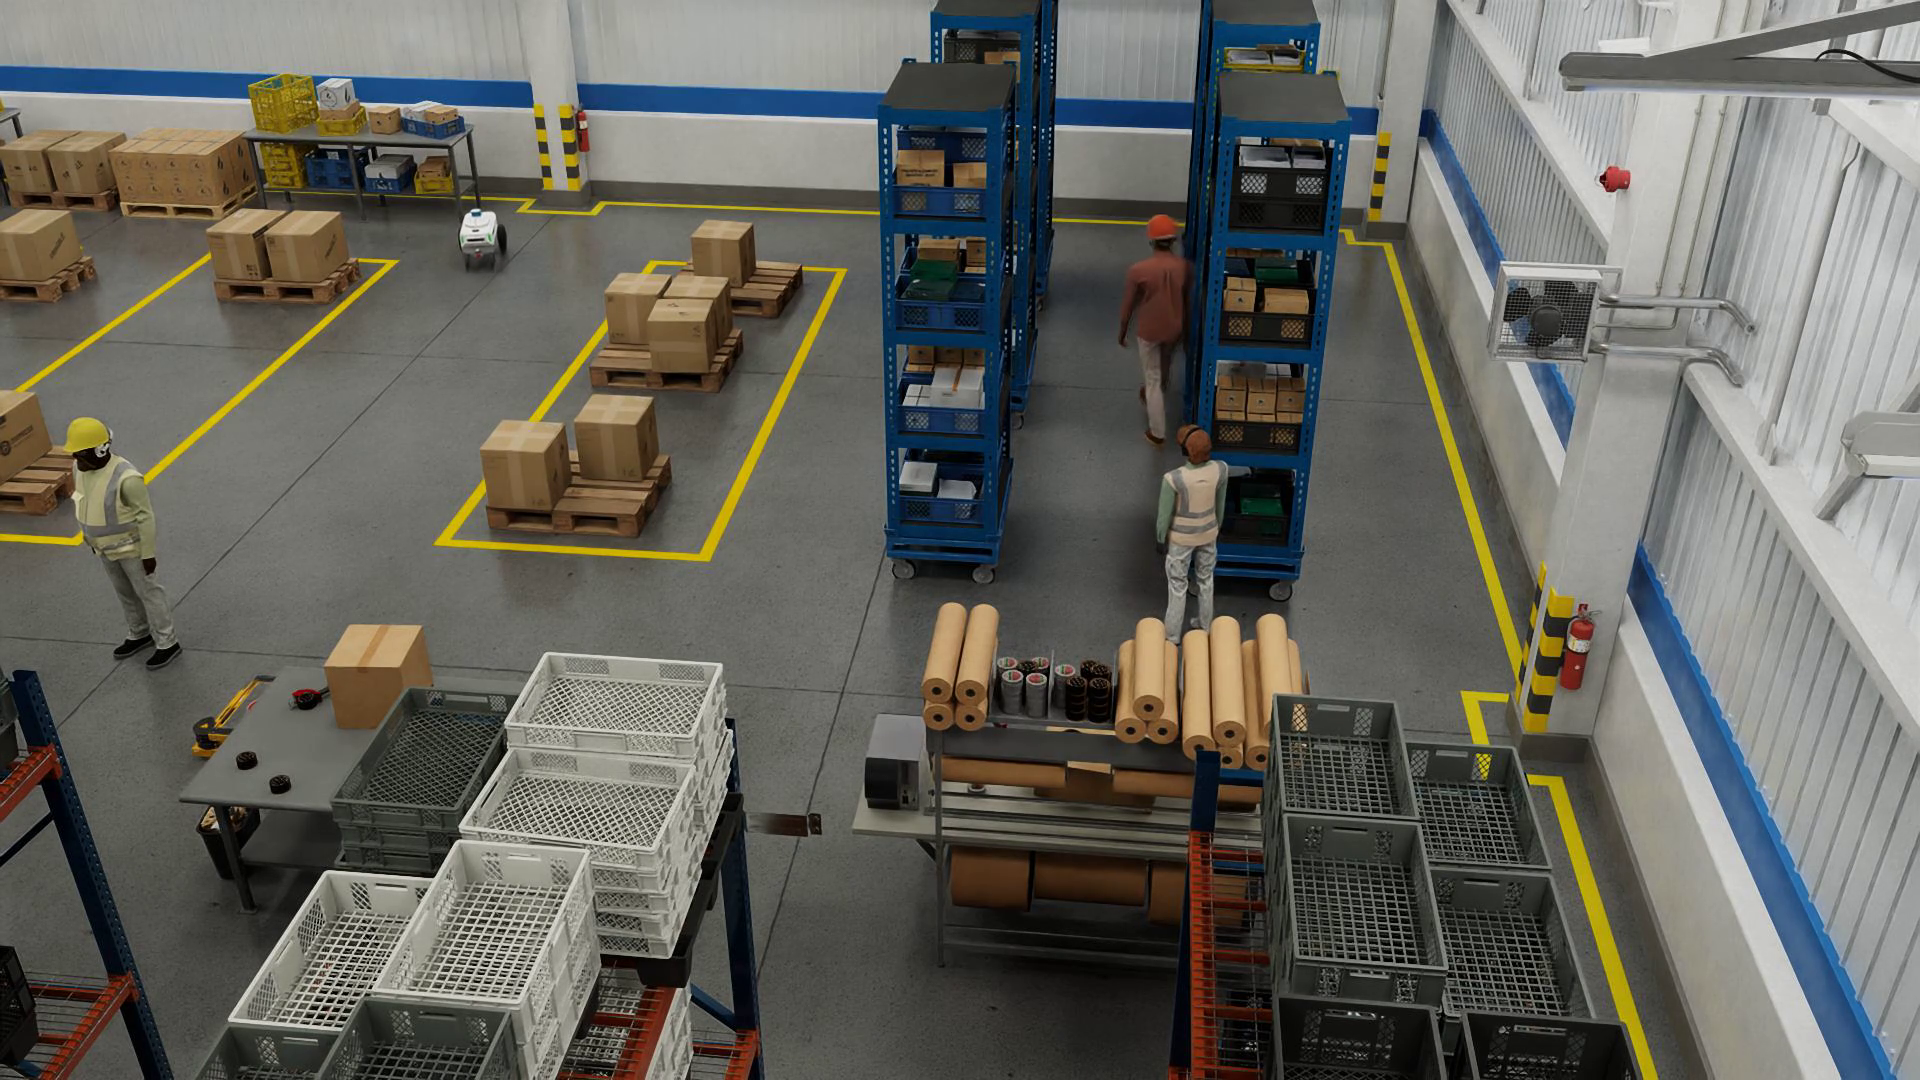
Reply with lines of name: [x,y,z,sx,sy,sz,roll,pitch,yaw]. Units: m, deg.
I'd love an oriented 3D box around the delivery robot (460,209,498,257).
delivery robot: [-5.212,-3.342,18.016,0.477,0.478,0.707,-5,31,-8]

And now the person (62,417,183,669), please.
person: [-5.603,0.014,11.079,0.600,1.831,0.404,14,33,23]

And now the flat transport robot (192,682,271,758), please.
flat transport robot: [-4.089,1.163,10.648,1.431,0.197,0.652,3,30,6]

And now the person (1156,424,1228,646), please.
person: [1.569,-0.022,11.342,0.516,1.633,0.314,-12,32,-19]

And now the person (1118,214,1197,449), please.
person: [1.628,-1.828,14.118,0.625,1.949,0.991,-9,31,-15]

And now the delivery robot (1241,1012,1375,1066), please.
delivery robot: [1.685,2.452,8.064,0.707,0.478,0.477,-4,30,-6]
